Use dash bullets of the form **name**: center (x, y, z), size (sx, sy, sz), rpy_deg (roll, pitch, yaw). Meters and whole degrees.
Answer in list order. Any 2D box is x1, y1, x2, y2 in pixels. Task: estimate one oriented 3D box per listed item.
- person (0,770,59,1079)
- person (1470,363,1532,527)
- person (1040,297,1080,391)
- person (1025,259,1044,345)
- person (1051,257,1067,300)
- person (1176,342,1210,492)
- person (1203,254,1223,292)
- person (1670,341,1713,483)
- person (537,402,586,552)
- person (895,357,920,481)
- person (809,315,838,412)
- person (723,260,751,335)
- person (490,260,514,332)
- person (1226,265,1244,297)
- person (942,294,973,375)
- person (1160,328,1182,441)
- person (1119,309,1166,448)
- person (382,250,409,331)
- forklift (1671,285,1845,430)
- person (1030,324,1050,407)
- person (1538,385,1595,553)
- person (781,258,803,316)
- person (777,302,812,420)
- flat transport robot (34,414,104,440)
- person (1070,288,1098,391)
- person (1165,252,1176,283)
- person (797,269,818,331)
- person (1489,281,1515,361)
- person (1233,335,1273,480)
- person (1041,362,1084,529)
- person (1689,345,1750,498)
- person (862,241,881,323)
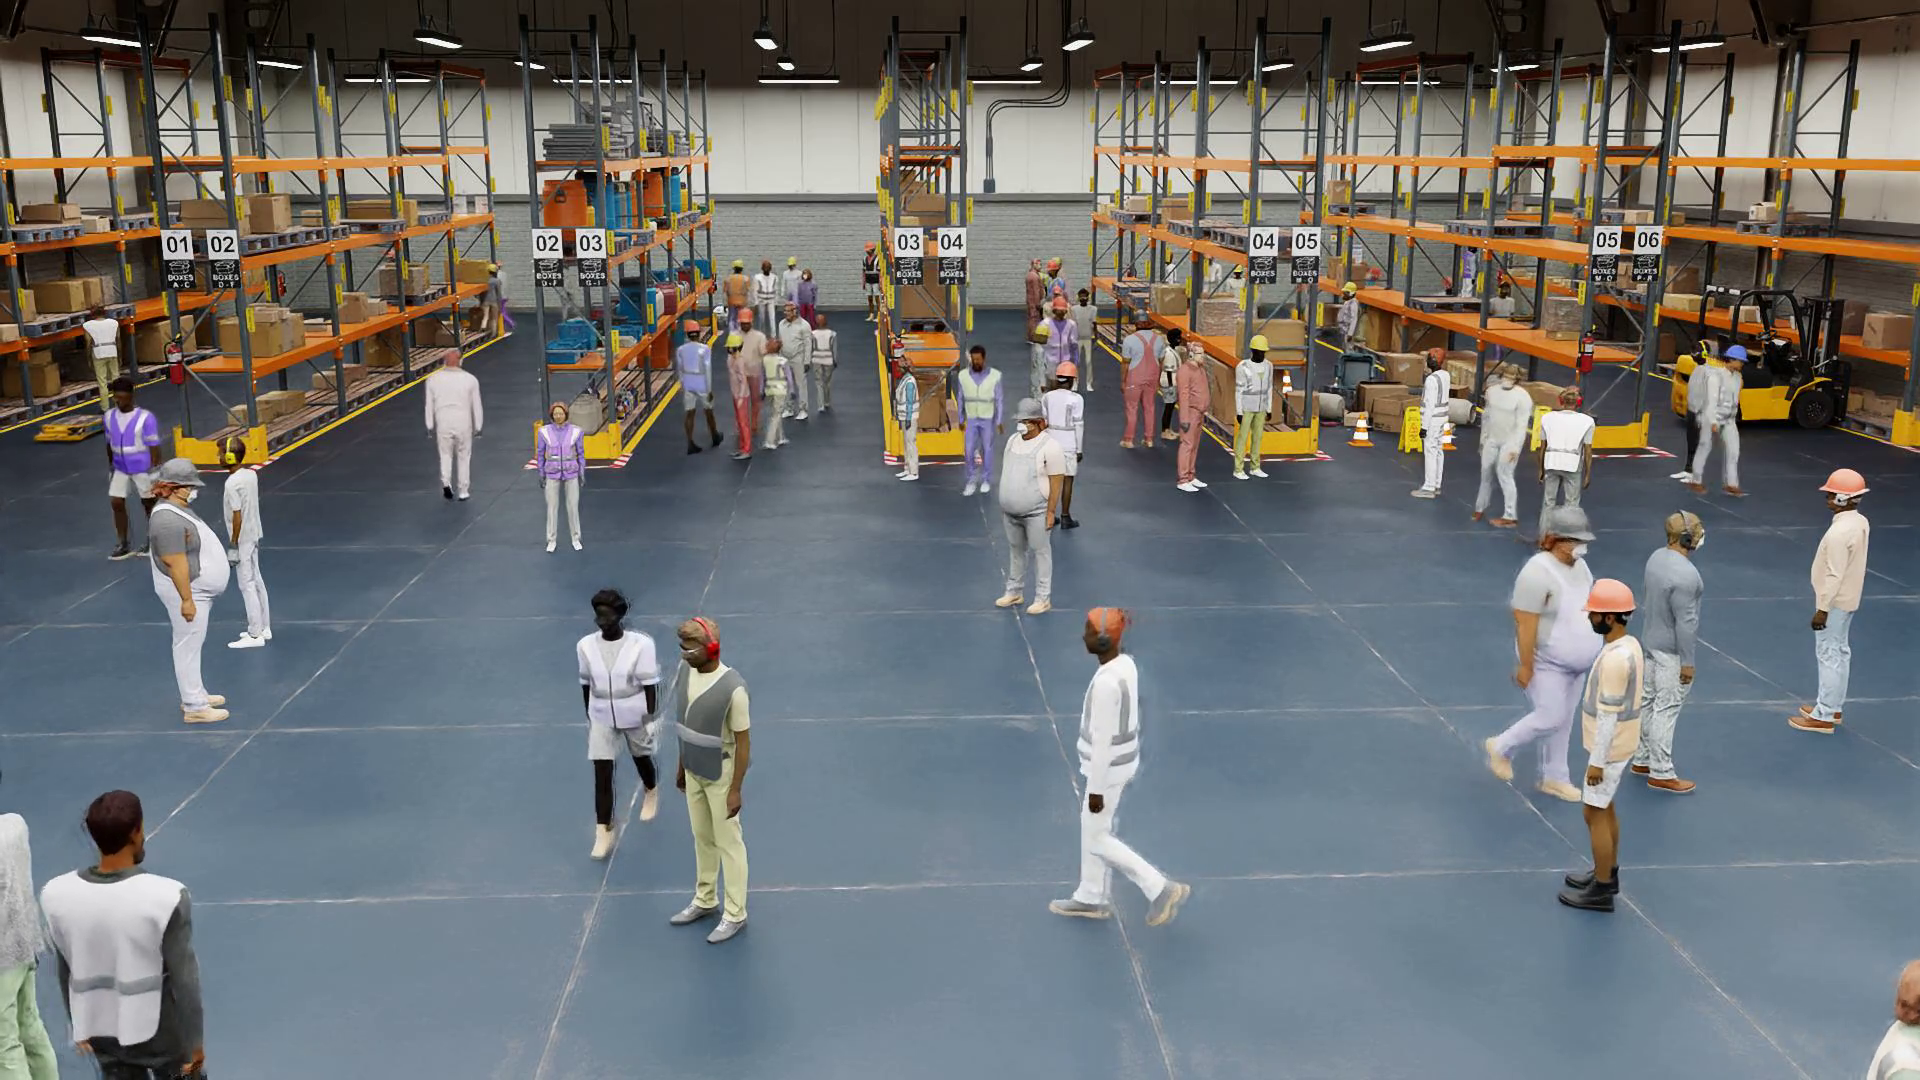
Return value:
- **person**: center (-4.079, 1.796, 7.054), size (0.338, 1.866, 0.514), rpy_deg (-2, 13, -7)
- **person**: center (6.291, -1.114, 19.265), size (0.390, 1.914, 0.668), rpy_deg (-7, 15, -28)
- **person**: center (1.588, -2.808, 26.212), size (0.645, 2.013, 0.855), rpy_deg (-3, 14, -13)
- **person**: center (1.673, -5.292, 36.985), size (0.401, 1.904, 0.640), rpy_deg (-3, 14, -12)
- **person**: center (2.359, -5.985, 40.290), size (0.729, 1.712, 0.543), rpy_deg (1, 13, 3)
- **person**: center (2.985, -1.581, 21.252), size (0.409, 1.907, 0.651), rpy_deg (6, 15, 25)
- **person**: center (5.838, -5.801, 38.976), size (0.626, 1.990, 1.074), rpy_deg (-1, 13, -4)
- **person**: center (9.620, -1.680, 21.767), size (0.328, 1.865, 0.508), rpy_deg (1, 13, 2)
- **person**: center (-4.317, -0.688, 18.039), size (0.513, 1.642, 0.311), rpy_deg (-4, 14, -15)
- **person**: center (-0.688, -1.599, 21.922), size (0.312, 1.631, 0.508), rpy_deg (-2, 13, -10)
- **person**: center (-2.314, -2.955, 27.733), size (0.525, 1.592, 0.776), rpy_deg (-3, 14, -12)
- **person**: center (-4.910, -5.228, 36.715), size (0.619, 1.897, 0.412), rpy_deg (-1, 13, -4)
- **person**: center (-10.872, -5.775, 39.391), size (0.512, 1.726, 0.586), rpy_deg (3, 14, 12)
- **person**: center (6.213, -5.297, 37.298), size (0.533, 1.767, 0.325), rpy_deg (0, 13, 1)
- **person**: center (-0.095, -4.070, 31.803), size (0.714, 1.903, 0.599), rpy_deg (9, 16, 33)
- **person**: center (3.157, -2.335, 24.922), size (0.319, 1.688, 0.539), rpy_deg (3, 14, 12)
- **person**: center (2.627, -2.365, 24.285), size (0.687, 2.000, 0.535), rpy_deg (-6, 14, -23)
- **person**: center (-13.430, -5.891, 39.419), size (0.625, 1.961, 0.965), rpy_deg (3, 14, 13)
- **forklift**: center (12.503, -2.886, 26.166), size (2.313, 2.155, 1.214), rpy_deg (-1, 13, -3)
- **person**: center (1.202, -2.355, 24.900), size (0.306, 1.736, 0.484), rpy_deg (-3, 14, -11)
- **person**: center (6.468, -0.734, 17.825), size (0.561, 1.836, 0.394), rpy_deg (9, 16, 33)
- **person**: center (-4.054, -5.965, 40.263), size (0.530, 1.729, 0.890), rpy_deg (6, 15, 24)
- **person**: center (-2.695, -2.884, 26.779), size (0.650, 1.904, 0.401), rpy_deg (8, 16, 32)
- **flat transport robot**: center (-13.483, -1.733, 25.400), size (0.652, 0.197, 1.431), rpy_deg (-1, 13, -4)
- **person**: center (2.218, -3.594, 29.892), size (0.512, 1.861, 0.327), rpy_deg (2, 13, 7)
- **person**: center (4.995, -5.924, 39.698), size (0.338, 1.882, 0.582), rpy_deg (2, 14, 10)
- **person**: center (-3.457, -5.314, 37.644), size (0.500, 1.636, 0.280), rpy_deg (6, 14, 23)
- **person**: center (10.268, -3.990, 31.581), size (0.553, 1.849, 0.632), rpy_deg (0, 13, -1)
- **person**: center (3.892, -1.749, 21.953), size (0.585, 1.918, 0.409), rpy_deg (-7, 15, -29)
- **person**: center (1.197, -1.092, 19.171), size (0.541, 1.920, 0.418), rpy_deg (10, 16, 36)
- **person**: center (9.573, -1.469, 20.771), size (0.639, 1.896, 0.899), rpy_deg (-5, 14, -21)
- **person**: center (-2.211, -6.470, 41.714), size (0.617, 2.028, 0.409), rpy_deg (9, 16, 34)
